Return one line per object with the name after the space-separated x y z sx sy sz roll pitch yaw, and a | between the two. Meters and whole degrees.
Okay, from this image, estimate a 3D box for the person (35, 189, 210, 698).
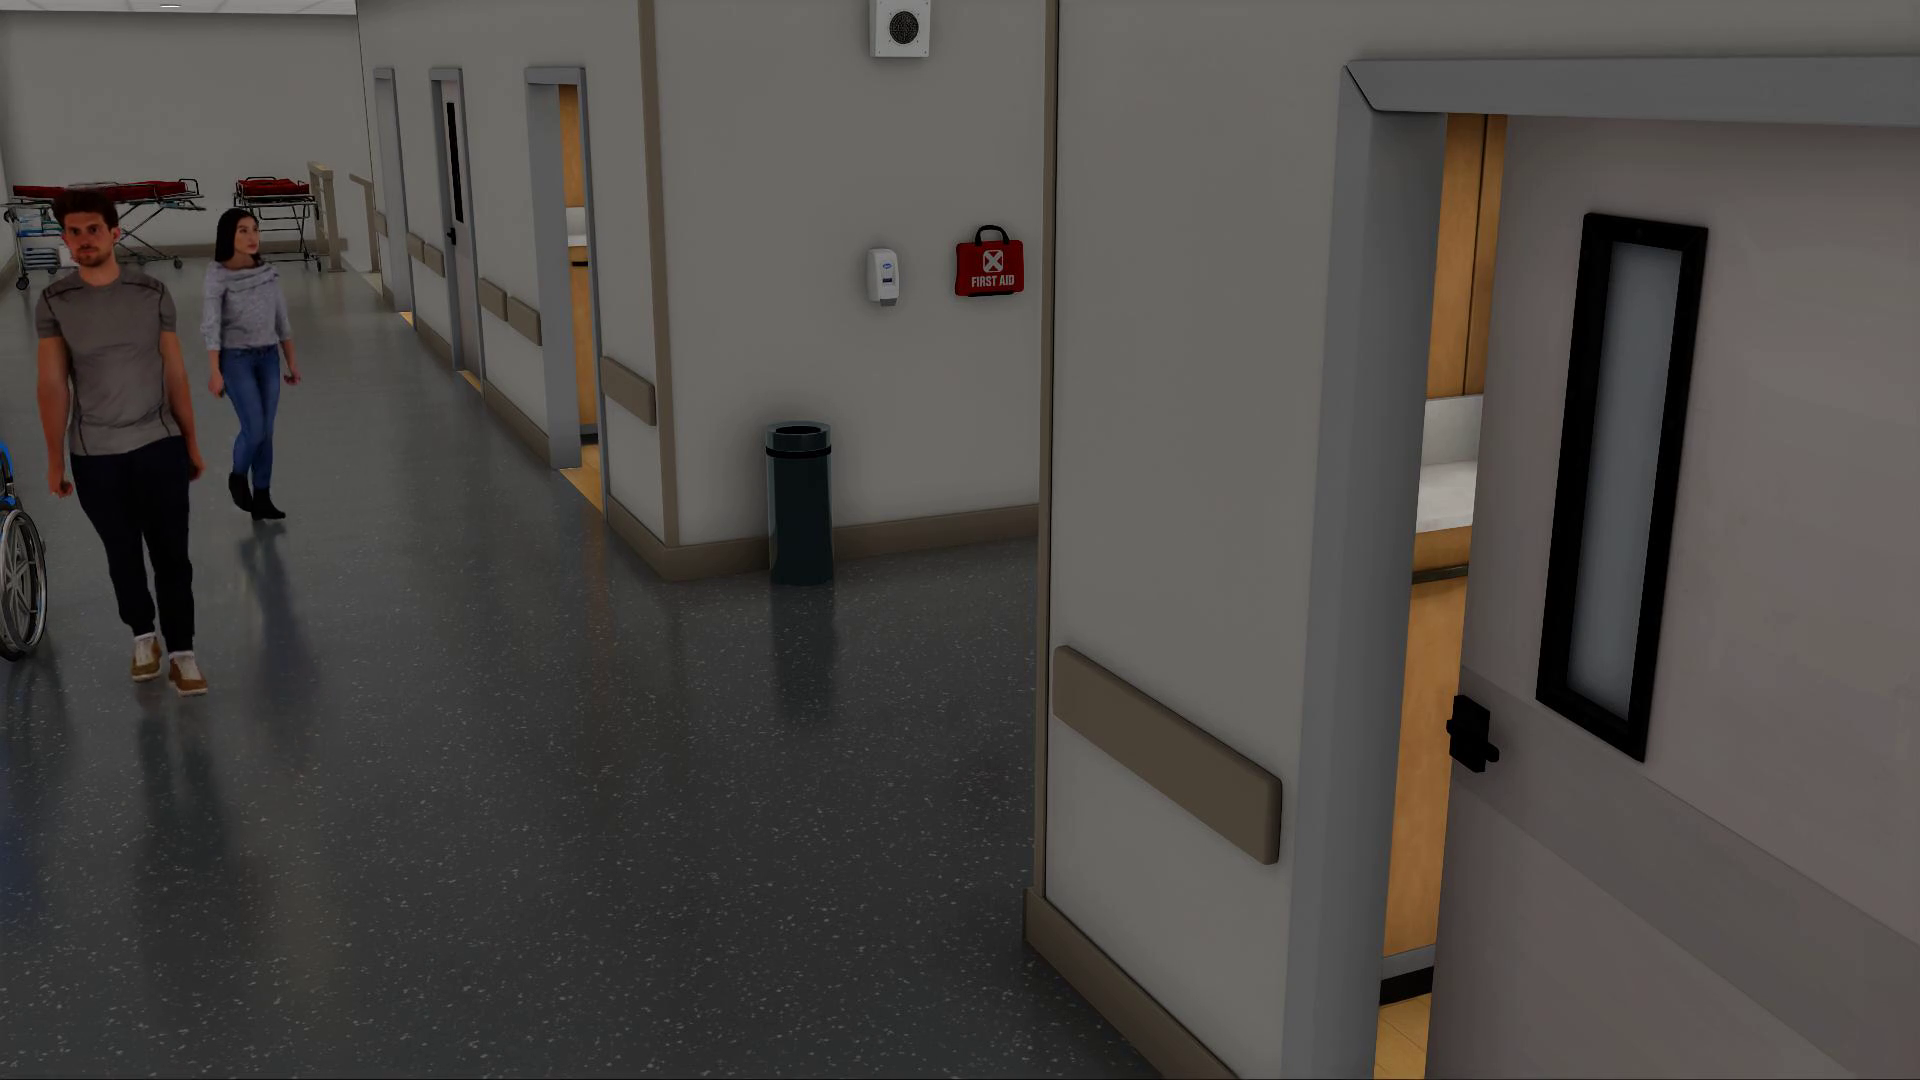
-3.134 -0.357 6.245 0.662 1.866 0.883 -7 17 -25 | person

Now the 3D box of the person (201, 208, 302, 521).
-3.727 -0.857 8.606 0.774 1.547 0.734 8 18 28 | person
